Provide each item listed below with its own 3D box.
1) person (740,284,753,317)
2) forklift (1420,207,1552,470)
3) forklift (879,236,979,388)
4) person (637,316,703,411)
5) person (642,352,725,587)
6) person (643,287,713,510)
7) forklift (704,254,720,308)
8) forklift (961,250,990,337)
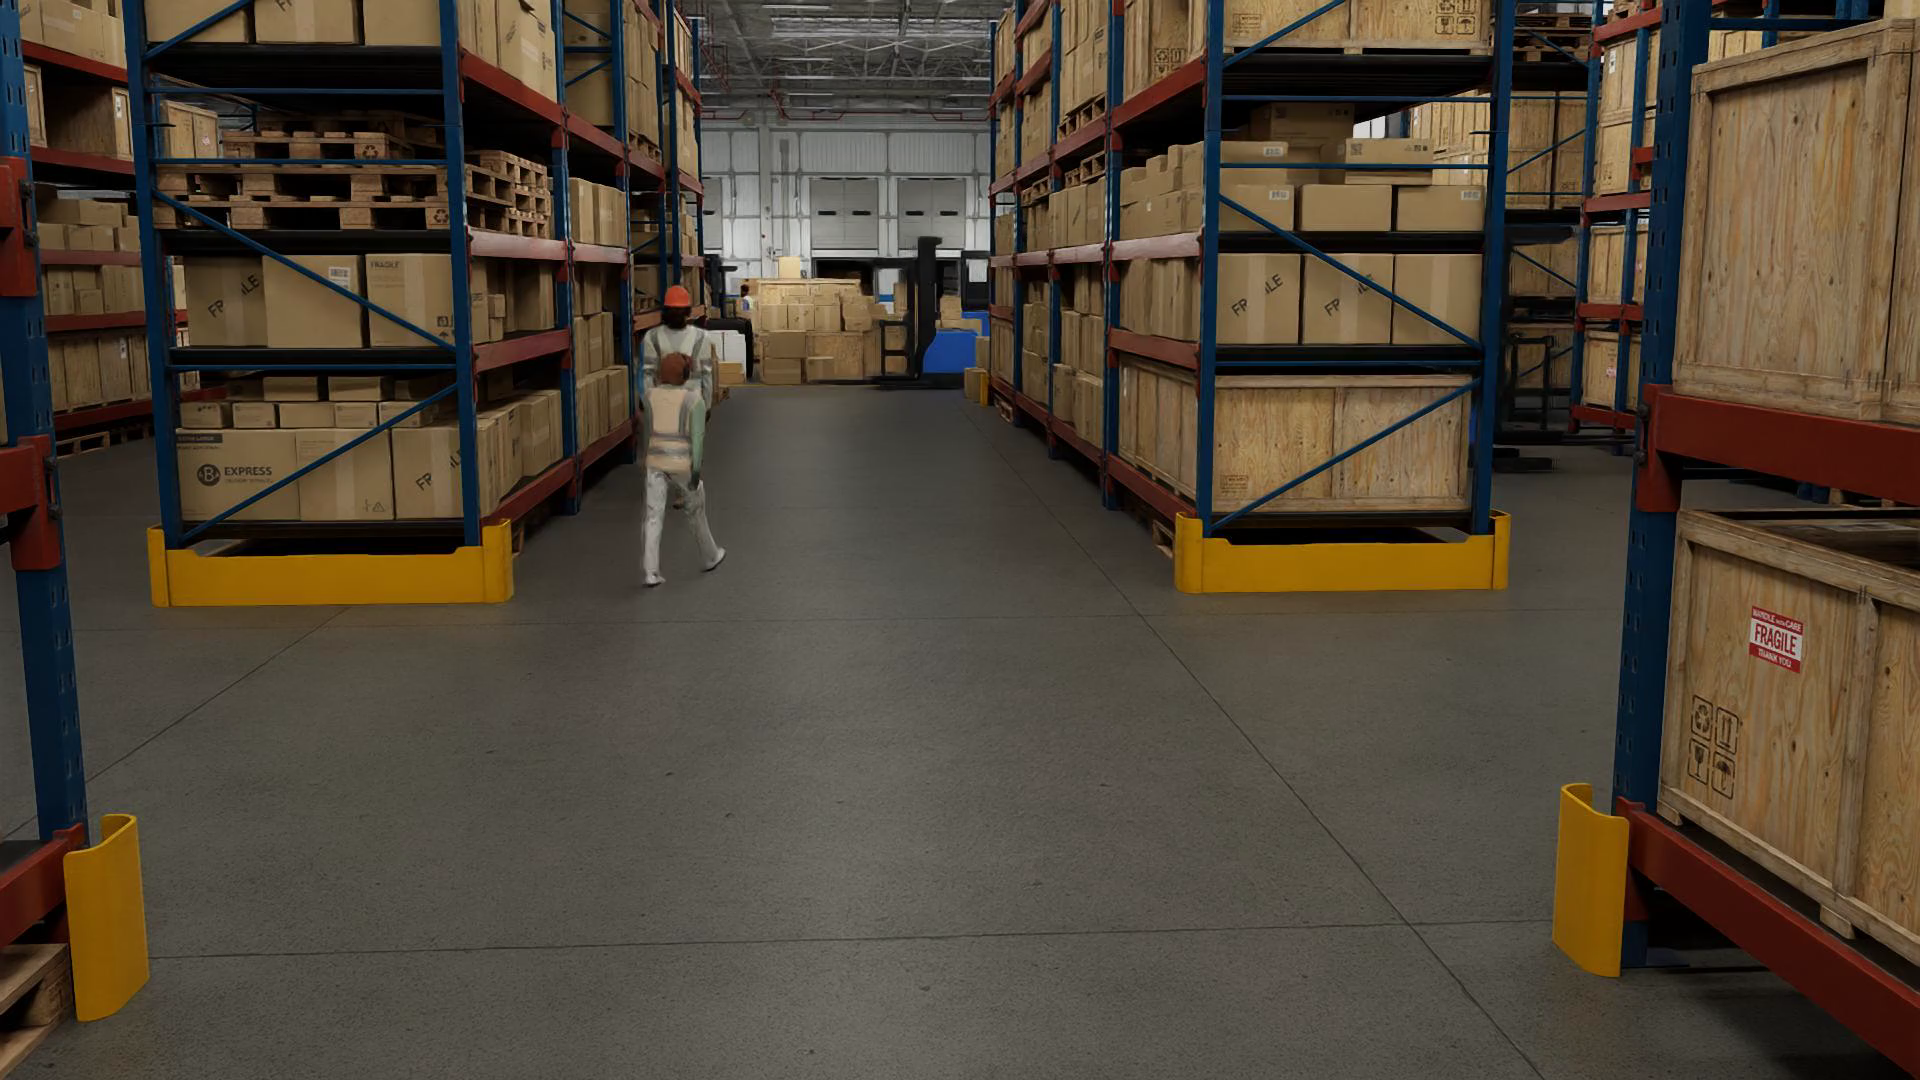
[{"bbox_3d":[-5.471,-5.673,43.077,0.852,1.890,0.603,-1,9,-5],"label":"person"},{"bbox_3d":[5.373,-2.188,18.070,1.873,2.768,1.129,0,9,-1],"label":"forklift"},{"bbox_3d":[-0.599,-4.264,31.103,1.873,2.768,1.129,-1,9,-4],"label":"forklift"},{"bbox_3d":[-2.868,-1.391,16.467,0.638,1.794,0.957,-2,9,-10],"label":"person"},{"bbox_3d":[-1.958,-0.501,11.533,0.513,1.583,0.896,3,9,17],"label":"person"},{"bbox_3d":[-2.512,-1.232,14.787,0.609,2.000,1.017,0,9,-2],"label":"person"},{"bbox_3d":[-8.474,-8.136,55.415,1.129,2.768,1.873,6,11,33],"label":"forklift"},{"bbox_3d":[0.518,-6.911,47.725,1.129,2.768,1.873,2,9,10],"label":"forklift"}]
